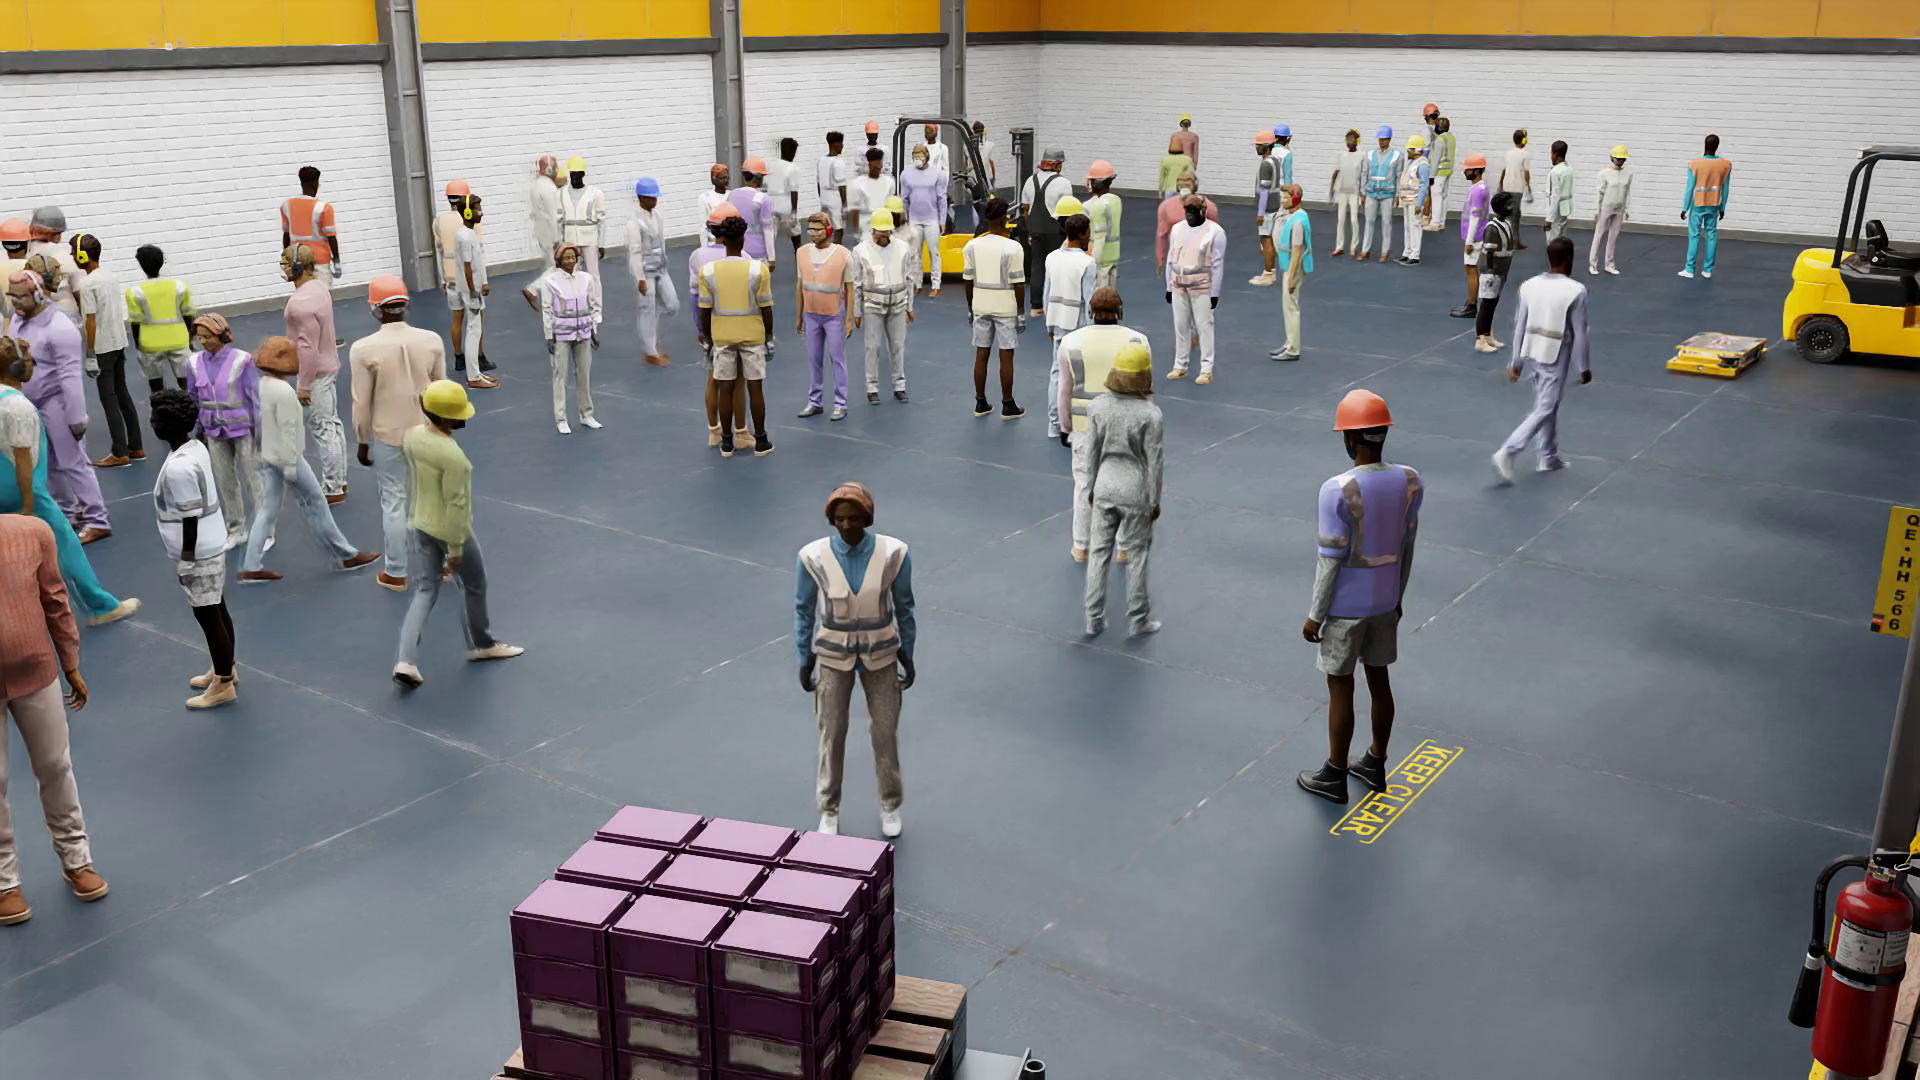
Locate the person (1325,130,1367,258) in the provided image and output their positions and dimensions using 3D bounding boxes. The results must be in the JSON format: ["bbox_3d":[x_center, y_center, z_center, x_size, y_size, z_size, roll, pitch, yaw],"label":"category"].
[{"bbox_3d":[5.717,-5.087,24.482,0.655,1.862,0.403,12,21,33],"label":"person"}]

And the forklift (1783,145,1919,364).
[{"bbox_3d":[9.803,-2.879,17.013,2.313,2.155,1.214,12,21,33],"label":"forklift"}]

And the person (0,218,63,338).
[{"bbox_3d":[-7.573,-1.646,13.572,0.545,1.939,0.354,-6,19,-18],"label":"person"}]

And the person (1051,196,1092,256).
[{"bbox_3d":[1.020,-2.194,15.327,0.402,1.919,0.581,5,18,14],"label":"person"}]

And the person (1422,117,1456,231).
[{"bbox_3d":[7.923,-6.043,27.492,0.430,1.838,0.624,13,22,35],"label":"person"}]

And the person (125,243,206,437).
[{"bbox_3d":[-6.663,-1.642,13.978,0.534,1.683,0.599,-14,23,-38],"label":"person"}]

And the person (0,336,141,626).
[{"bbox_3d":[-5.374,-0.275,9.540,0.510,1.795,0.986,12,21,33],"label":"person"}]

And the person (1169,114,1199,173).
[{"bbox_3d":[3.995,-6.726,29.763,0.532,1.756,0.338,-2,18,-7],"label":"person"}]

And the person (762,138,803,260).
[{"bbox_3d":[-2.398,-4.452,22.411,0.685,1.893,1.034,9,20,26],"label":"person"}]

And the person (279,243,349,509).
[{"bbox_3d":[-4.729,-1.197,12.167,0.372,1.940,0.632,-3,18,-10],"label":"person"}]

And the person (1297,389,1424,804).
[{"bbox_3d":[1.806,0.266,7.607,0.543,1.928,0.372,-9,20,-26],"label":"person"}]

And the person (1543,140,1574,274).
[{"bbox_3d":[7.786,-4.228,21.687,0.391,1.914,0.590,12,21,33],"label":"person"}]

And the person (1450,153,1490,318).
[{"bbox_3d":[6.054,-3.606,19.721,0.388,1.930,0.544,6,19,18],"label":"person"}]

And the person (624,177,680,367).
[{"bbox_3d":[-3.152,-2.721,16.935,0.441,1.931,0.637,7,19,21],"label":"person"}]

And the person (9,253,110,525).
[{"bbox_3d":[-6.379,-1.052,11.736,0.634,1.930,0.384,13,22,34],"label":"person"}]

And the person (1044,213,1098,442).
[{"bbox_3d":[0.939,-1.786,14.041,0.374,1.917,0.596,-13,22,-36],"label":"person"}]

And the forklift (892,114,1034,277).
[{"bbox_3d":[-0.171,-4.594,22.377,2.313,2.155,1.214,1,18,3],"label":"forklift"}]

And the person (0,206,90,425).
[{"bbox_3d":[-7.593,-1.810,13.919,0.712,2.000,0.974,1,18,2],"label":"person"}]

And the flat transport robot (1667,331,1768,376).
[{"bbox_3d":[7.843,-1.938,17.179,0.652,0.197,1.431,13,22,35],"label":"flat transport robot"}]

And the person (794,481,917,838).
[{"bbox_3d":[-0.456,0.530,7.269,0.532,1.631,0.315,-1,18,-4],"label":"person"}]

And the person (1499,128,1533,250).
[{"bbox_3d":[8.301,-5.250,25.010,0.866,1.838,0.517,-8,19,-23],"label":"person"}]

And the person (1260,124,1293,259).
[{"bbox_3d":[4.645,-5.098,24.375,0.415,1.939,0.604,-10,20,-29],"label":"person"}]

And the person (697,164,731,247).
[{"bbox_3d":[-2.687,-3.285,18.791,0.355,1.880,0.573,15,23,39],"label":"person"}]

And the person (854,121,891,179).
[{"bbox_3d":[-1.324,-5.351,25.160,0.552,1.937,0.358,1,18,2],"label":"person"}]

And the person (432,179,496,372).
[{"bbox_3d":[-4.988,-2.653,16.744,0.550,1.925,0.390,6,19,19],"label":"person"}]

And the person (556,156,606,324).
[{"bbox_3d":[-4.394,-3.473,19.298,0.588,1.930,0.364,2,18,8],"label":"person"}]

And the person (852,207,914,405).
[{"bbox_3d":[-0.708,-2.155,15.361,0.601,1.819,0.403,-7,19,-20],"label":"person"}]

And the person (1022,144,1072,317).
[{"bbox_3d":[1.097,-3.639,19.639,0.688,2.000,0.536,15,23,39],"label":"person"}]

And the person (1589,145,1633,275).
[{"bbox_3d":[8.985,-4.539,22.898,0.533,1.767,0.326,-3,18,-11],"label":"person"}]

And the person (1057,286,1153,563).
[{"bbox_3d":[0.947,-0.746,10.923,0.624,1.840,0.429,2,18,6],"label":"person"}]

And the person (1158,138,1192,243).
[{"bbox_3d":[3.361,-5.465,26.017,0.531,1.614,0.451,1,18,4],"label":"person"}]

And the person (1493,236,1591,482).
[{"bbox_3d":[4.515,-1.402,12.897,0.897,1.894,0.585,-9,20,-26],"label":"person"}]
